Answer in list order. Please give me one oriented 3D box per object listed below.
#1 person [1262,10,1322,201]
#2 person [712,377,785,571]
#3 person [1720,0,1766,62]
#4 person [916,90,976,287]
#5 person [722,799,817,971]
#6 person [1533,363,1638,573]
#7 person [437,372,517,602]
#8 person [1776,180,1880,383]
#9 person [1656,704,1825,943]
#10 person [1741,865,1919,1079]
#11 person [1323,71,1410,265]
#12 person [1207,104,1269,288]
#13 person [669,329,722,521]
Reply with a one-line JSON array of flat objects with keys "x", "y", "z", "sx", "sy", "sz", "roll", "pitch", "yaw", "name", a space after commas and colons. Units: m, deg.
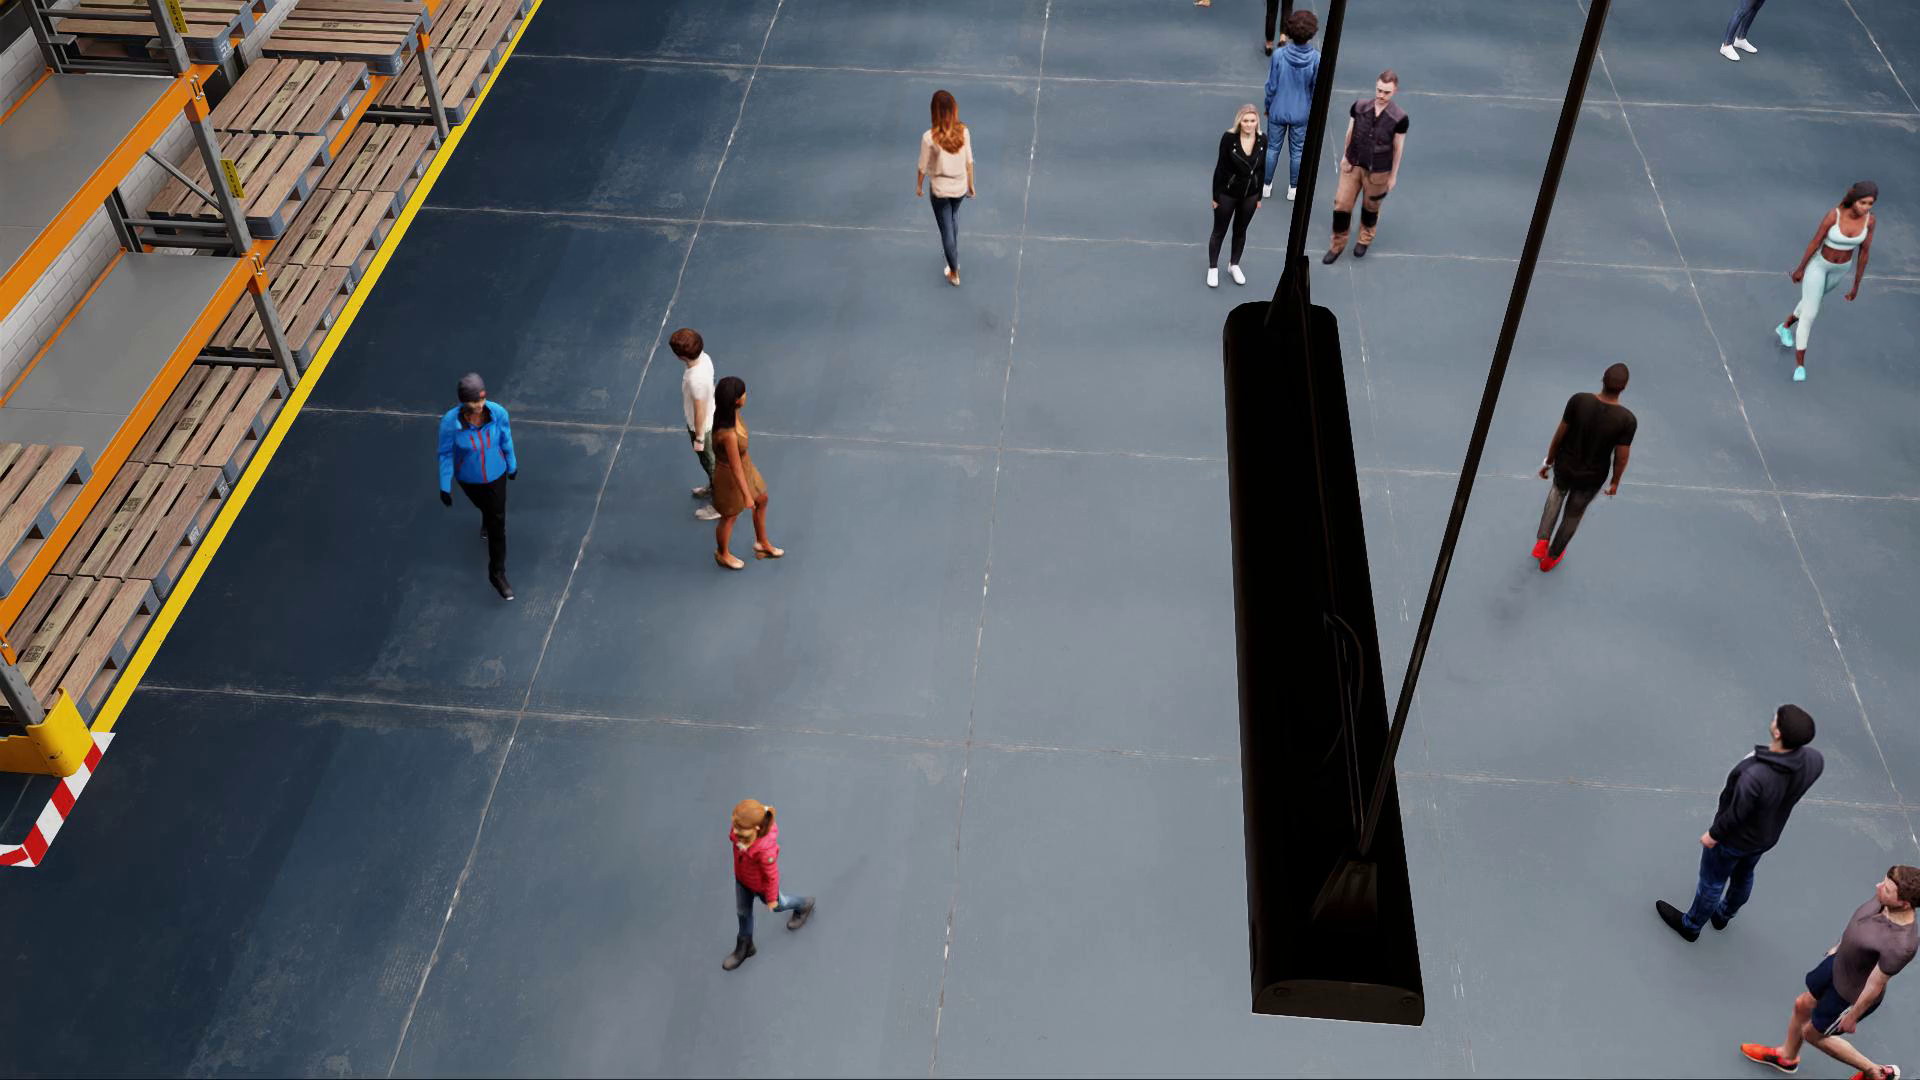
[{"x": 3.020, "y": -3.956, "z": 15.181, "sx": 0.711, "sy": 1.807, "sz": 0.606, "roll": 10, "pitch": 44, "yaw": 10, "name": "person"}, {"x": -1.662, "y": -0.426, "z": 11.581, "sx": 0.732, "sy": 1.660, "sz": 0.693, "roll": -1, "pitch": 44, "yaw": -1, "name": "person"}, {"x": 8.328, "y": -5.874, "z": 17.247, "sx": 0.689, "sy": 1.732, "sz": 0.728, "roll": -26, "pitch": 49, "yaw": -25, "name": "person"}, {"x": -0.068, "y": -2.930, "z": 14.128, "sx": 0.793, "sy": 1.772, "sz": 0.873, "roll": -14, "pitch": 45, "yaw": -15, "name": "person"}, {"x": -1.085, "y": 1.890, "z": 9.418, "sx": 0.848, "sy": 1.291, "sz": 0.950, "roll": 34, "pitch": 53, "yaw": 30, "name": "person"}, {"x": 4.259, "y": -0.444, "z": 11.500, "sx": 0.795, "sy": 1.799, "sz": 0.821, "roll": 28, "pitch": 50, "yaw": 26, "name": "person"}, {"x": -3.343, "y": -0.495, "z": 11.586, "sx": 0.977, "sy": 1.753, "sz": 1.272, "roll": -6, "pitch": 44, "yaw": -7, "name": "person"}, {"x": 6.966, "y": -2.194, "z": 13.422, "sx": 0.611, "sy": 1.681, "sz": 1.080, "roll": 6, "pitch": 44, "yaw": 6, "name": "person"}, {"x": 4.396, "y": 1.605, "z": 9.279, "sx": 0.755, "sy": 1.894, "sz": 0.732, "roll": -15, "pitch": 46, "yaw": -15, "name": "person"}, {"x": 4.695, "y": 2.313, "z": 8.581, "sx": 0.867, "sy": 1.834, "sz": 0.962, "roll": 14, "pitch": 45, "yaw": 15, "name": "person"}, {"x": 3.591, "y": -3.290, "z": 14.475, "sx": 0.869, "sy": 1.816, "sz": 0.956, "roll": 22, "pitch": 48, "yaw": 21, "name": "person"}, {"x": 2.365, "y": -2.955, "z": 14.217, "sx": 0.650, "sy": 1.686, "sz": 0.602, "roll": -5, "pitch": 44, "yaw": -5, "name": "person"}, {"x": -1.849, "y": -0.852, "z": 12.033, "sx": 0.668, "sy": 1.655, "sz": 0.522, "roll": -3, "pitch": 44, "yaw": -3, "name": "person"}]
